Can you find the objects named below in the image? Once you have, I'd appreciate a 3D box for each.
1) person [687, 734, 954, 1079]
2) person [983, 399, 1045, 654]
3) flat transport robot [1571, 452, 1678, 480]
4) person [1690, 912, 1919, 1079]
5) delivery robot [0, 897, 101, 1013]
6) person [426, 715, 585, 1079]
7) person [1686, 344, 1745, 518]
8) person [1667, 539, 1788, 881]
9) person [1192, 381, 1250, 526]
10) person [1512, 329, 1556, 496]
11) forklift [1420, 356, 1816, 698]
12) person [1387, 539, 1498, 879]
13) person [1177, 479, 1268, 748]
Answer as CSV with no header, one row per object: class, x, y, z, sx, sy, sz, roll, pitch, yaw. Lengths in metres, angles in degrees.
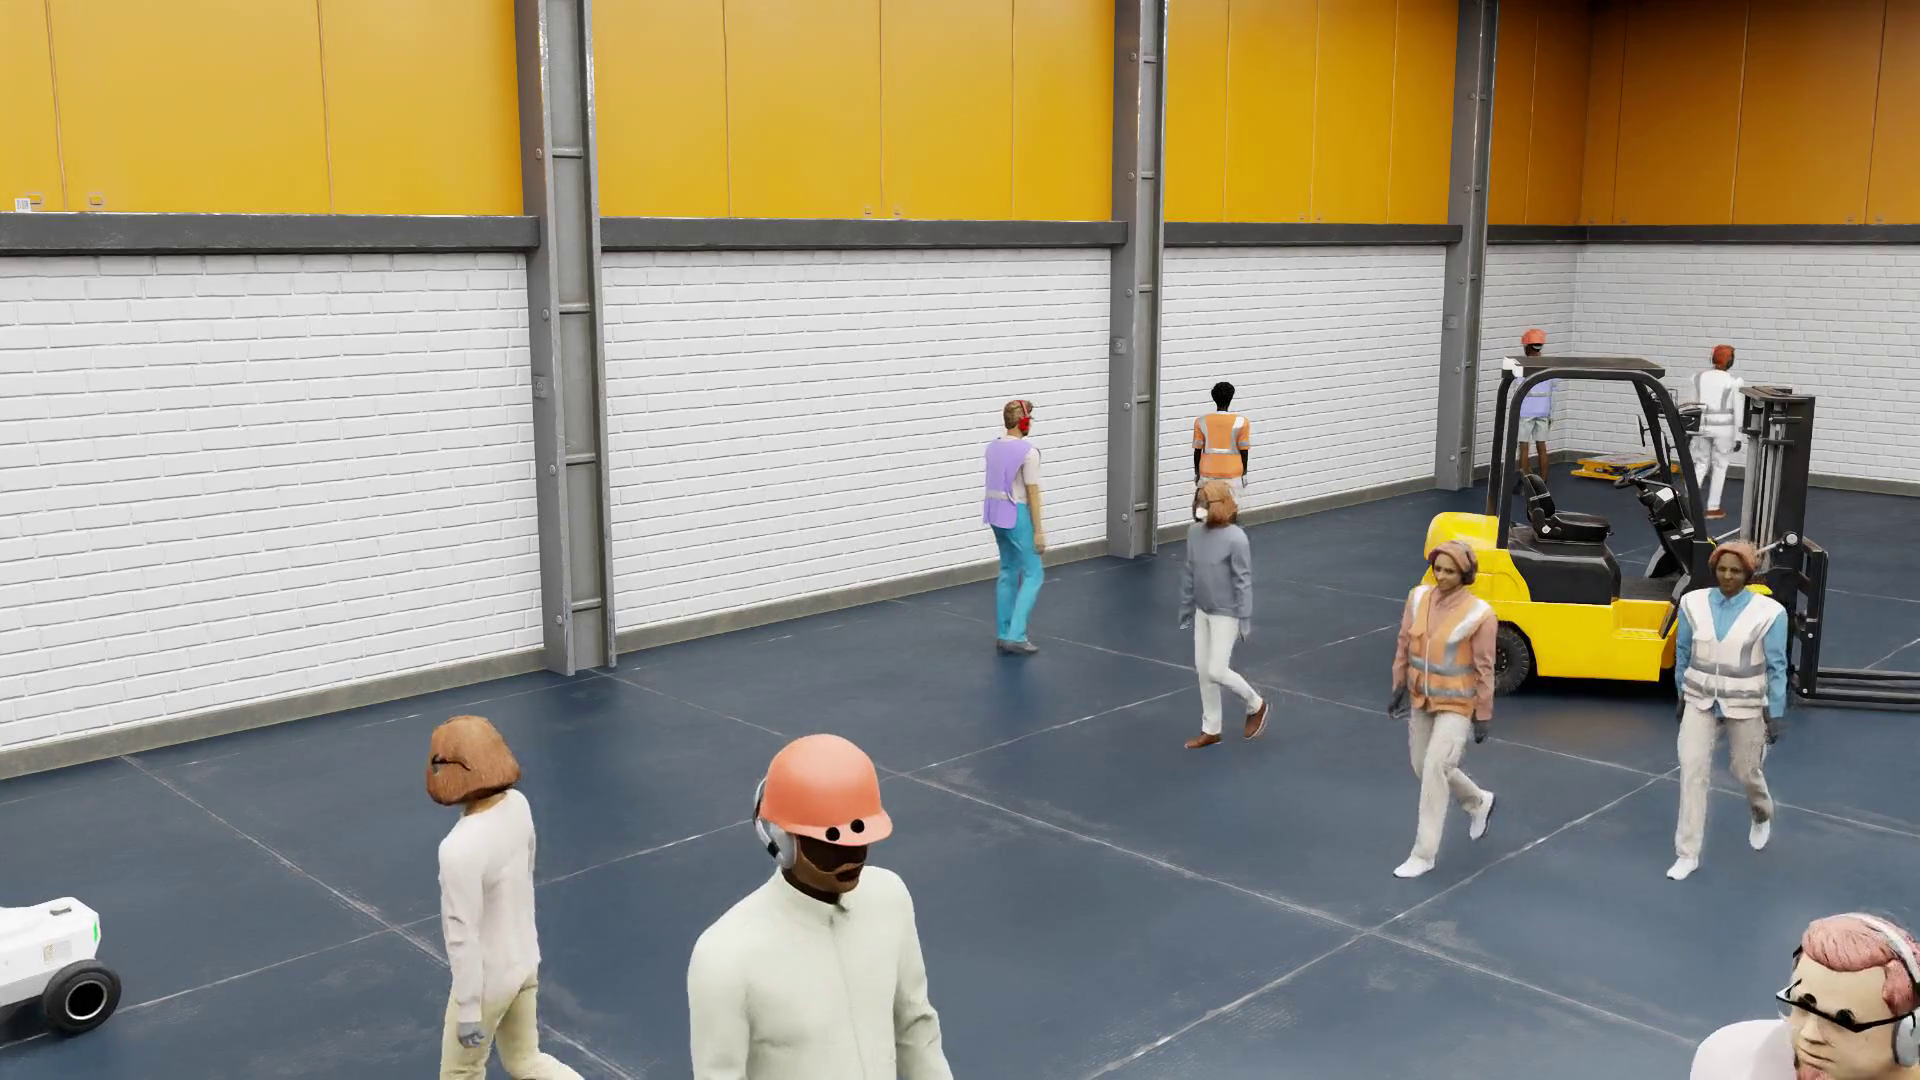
person,-0.280,1.377,3.591,0.444,1.988,0.639,9,13,39
person,0.385,-0.092,11.991,0.405,1.837,0.606,-6,12,-31
flat transport robot,8.334,-0.929,20.838,1.431,0.197,0.652,-9,14,-40
person,1.441,1.553,2.864,0.508,1.891,0.672,-7,12,-33
delivery robot,-3.633,1.563,6.222,0.477,0.478,0.707,9,14,41
person,-1.328,1.309,4.999,0.693,1.607,0.505,2,11,10
person,7.987,-1.140,17.630,0.492,1.866,0.595,-9,14,-39
person,3.673,0.774,7.900,0.522,1.611,0.767,10,14,43
person,2.374,-0.596,15.152,0.536,1.693,0.317,4,11,21
person,6.614,-1.471,19.280,0.568,1.926,0.391,-3,11,-16
forklift,4.276,-0.101,11.076,2.313,2.155,1.214,2,11,13
person,2.342,0.772,7.887,0.668,1.611,0.521,-6,12,-30
person,1.545,0.434,9.750,0.434,1.618,0.519,-6,12,-28
